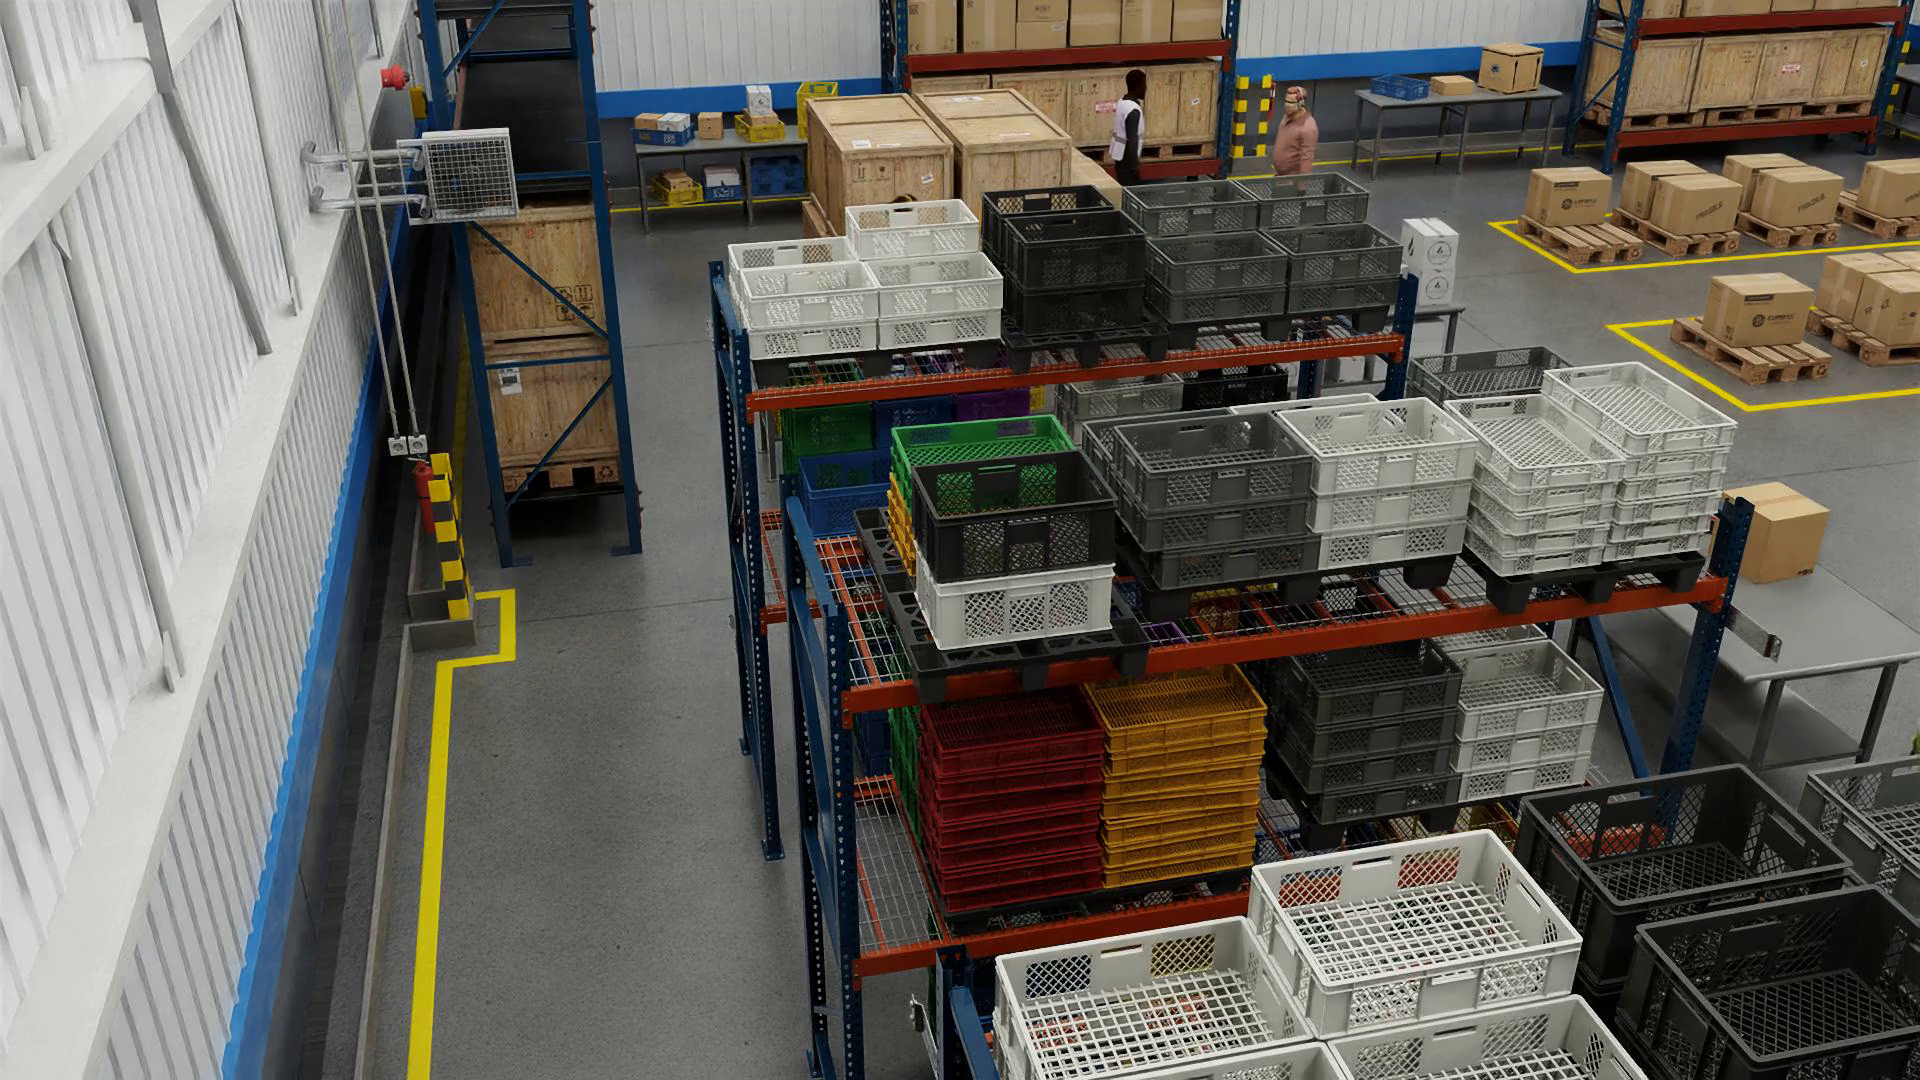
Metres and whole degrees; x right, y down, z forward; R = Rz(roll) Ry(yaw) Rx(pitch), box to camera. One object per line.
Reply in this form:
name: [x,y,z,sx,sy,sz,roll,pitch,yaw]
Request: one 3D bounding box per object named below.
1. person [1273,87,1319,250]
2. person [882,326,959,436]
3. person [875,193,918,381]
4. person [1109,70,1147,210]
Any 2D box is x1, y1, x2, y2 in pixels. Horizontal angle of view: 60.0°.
person: [3.485,-3.828,17.552,0.401,1.900,0.650,-6,28,-10]
person: [-0.290,-0.921,12.075,0.638,1.875,0.361,-11,30,-19]
person: [-0.471,-2.031,14.184,0.593,1.856,0.523,-21,34,-34]
person: [1.828,-4.169,18.186,0.388,1.911,0.586,-2,28,-5]
